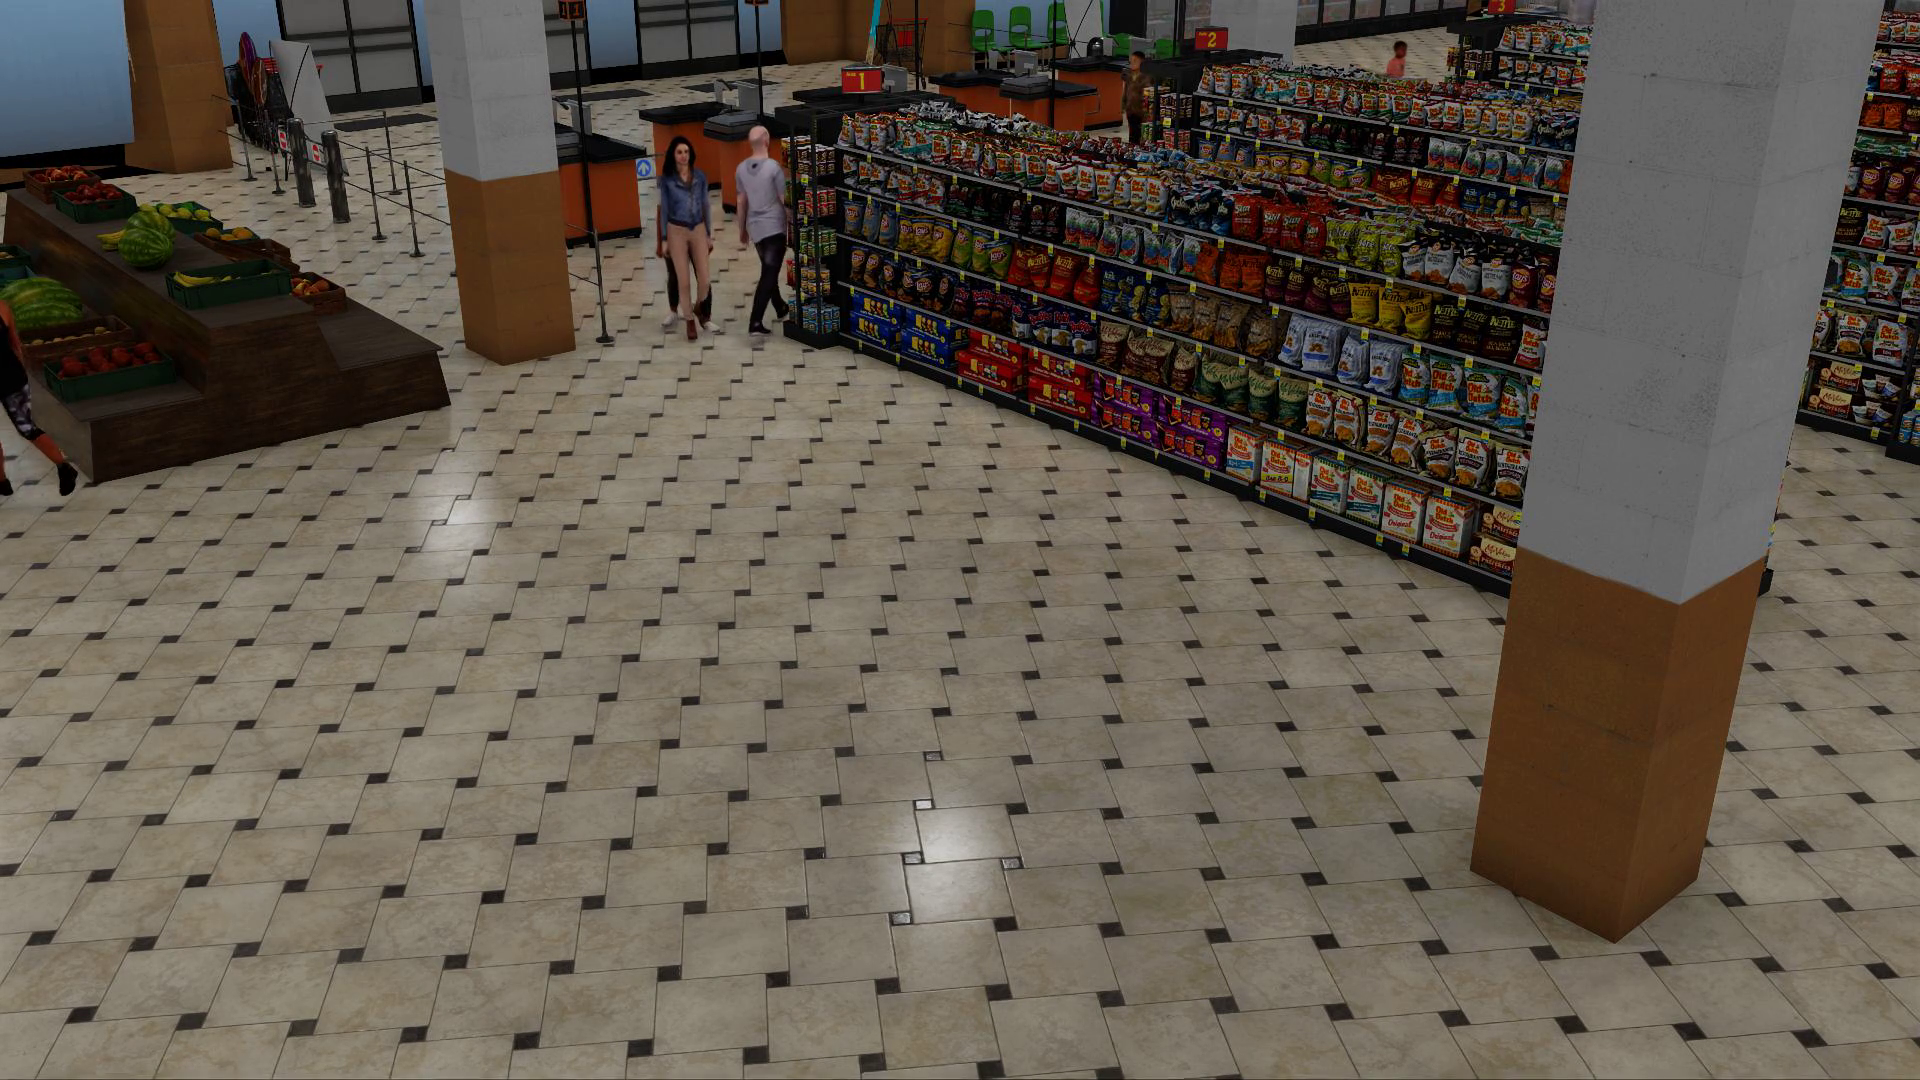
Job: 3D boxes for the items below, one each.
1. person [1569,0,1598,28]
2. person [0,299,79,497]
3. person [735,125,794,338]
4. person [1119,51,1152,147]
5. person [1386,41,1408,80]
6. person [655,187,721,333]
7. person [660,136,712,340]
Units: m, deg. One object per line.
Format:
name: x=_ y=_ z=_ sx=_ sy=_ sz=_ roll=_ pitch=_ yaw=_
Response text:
person: x=10.529 y=-8.661 z=28.171 sx=1.039 sy=1.836 sz=0.929 roll=19 pitch=30 yaw=37
person: x=-6.275 y=-1.022 z=10.966 sx=1.134 sy=1.633 sz=0.893 roll=10 pitch=26 yaw=22
person: x=-1.707 y=-2.647 z=14.478 sx=1.209 sy=1.796 sz=0.971 roll=14 pitch=27 yaw=29
person: x=2.363 y=-5.651 z=21.796 sx=0.671 sy=1.432 sz=0.792 roll=-21 pitch=31 yaw=-39
person: x=6.166 y=-6.530 z=23.982 sx=0.505 sy=1.290 sz=0.699 roll=-16 pitch=28 yaw=-33
person: x=-2.443 y=-2.633 z=14.692 sx=0.878 sy=1.599 sz=1.058 roll=-5 pitch=24 yaw=-11
person: x=-2.399 y=-2.633 z=14.490 sx=0.724 sy=1.760 sz=0.772 roll=-7 pitch=25 yaw=-15
